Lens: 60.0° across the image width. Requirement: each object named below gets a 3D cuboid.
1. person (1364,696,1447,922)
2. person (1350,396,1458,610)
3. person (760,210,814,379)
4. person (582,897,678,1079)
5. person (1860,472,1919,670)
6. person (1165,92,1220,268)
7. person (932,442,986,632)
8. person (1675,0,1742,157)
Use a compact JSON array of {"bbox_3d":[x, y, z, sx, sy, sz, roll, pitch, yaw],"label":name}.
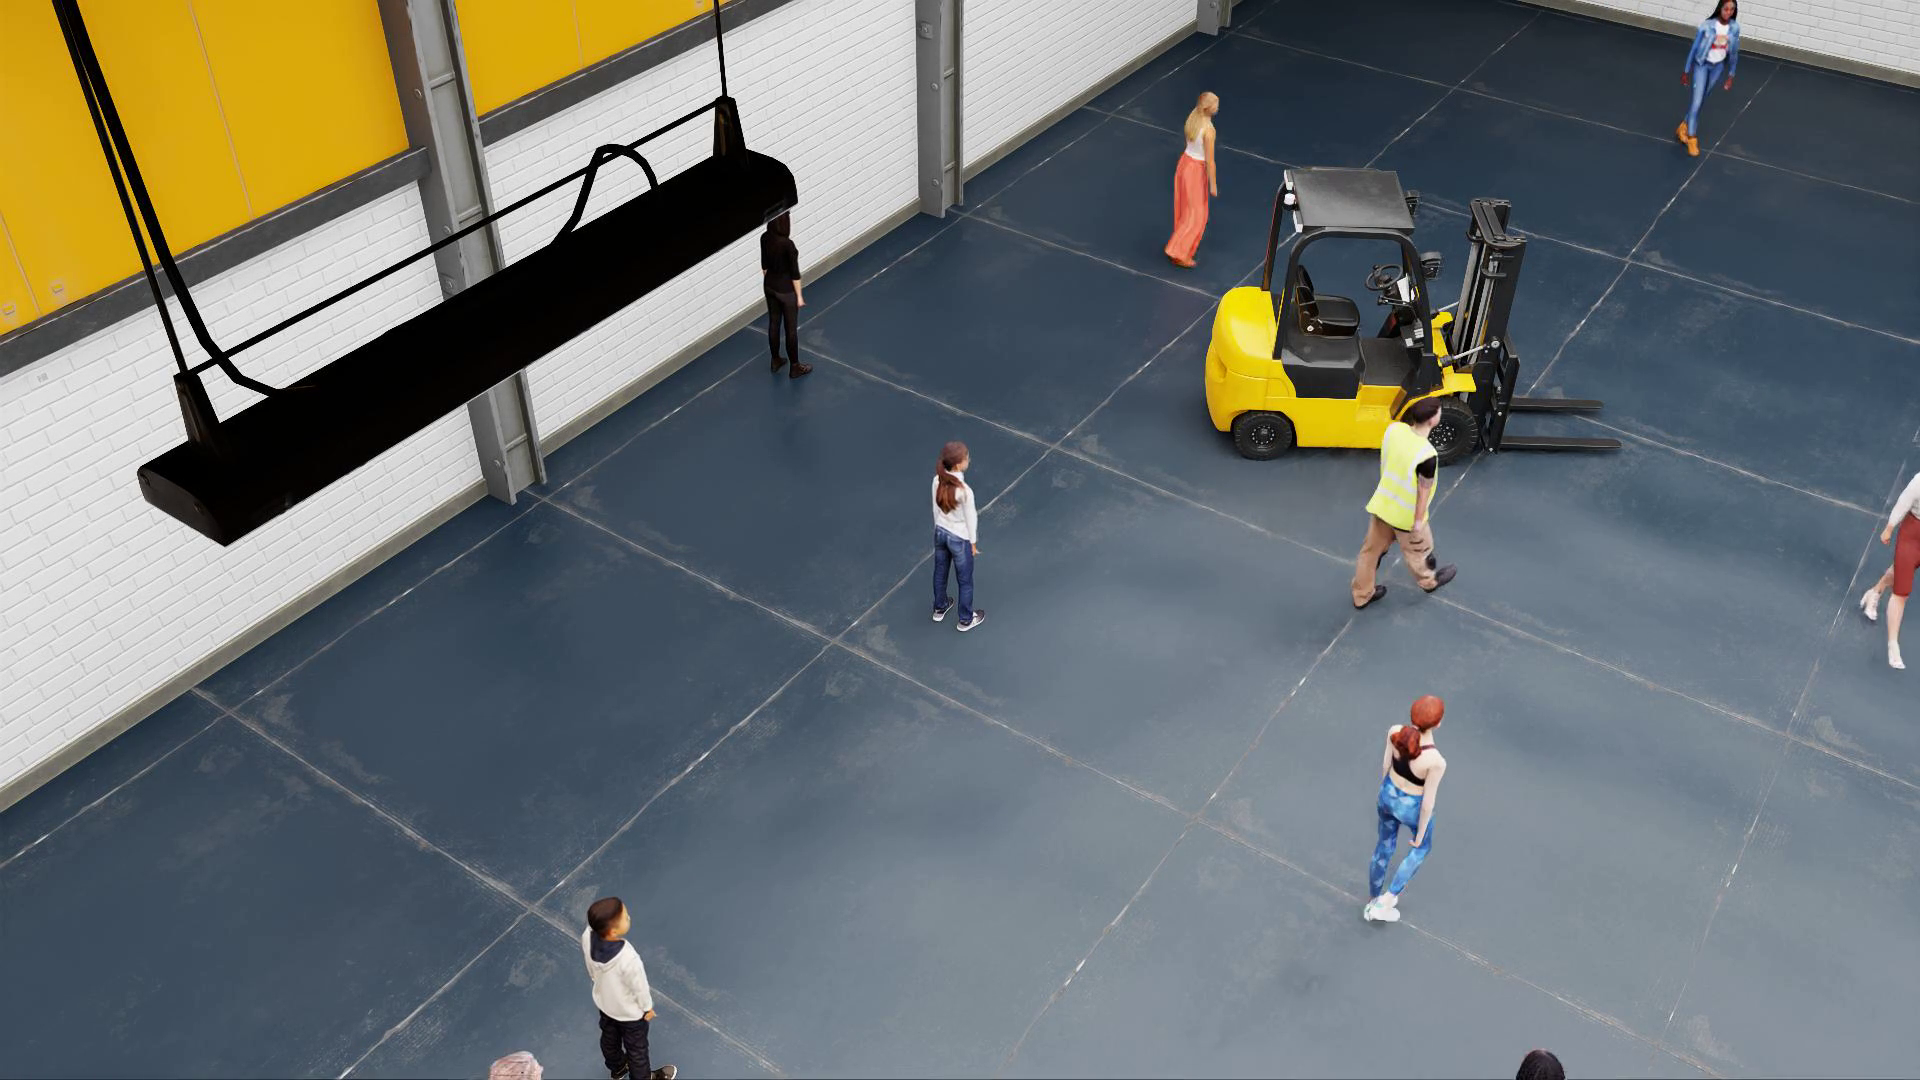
[{"bbox_3d":[2.517,1.621,9.658,0.706,1.776,0.624,-29,47,-32],"label":"person"},{"bbox_3d":[3.110,-0.217,11.930,1.194,1.813,1.005,-19,42,-22],"label":"person"},{"bbox_3d":[-1.562,-2.184,14.531,0.567,1.641,0.500,25,45,28],"label":"person"},{"bbox_3d":[-1.819,2.447,8.885,0.571,1.450,0.499,25,45,28],"label":"person"},{"bbox_3d":[6.757,-0.014,11.764,0.948,1.702,1.169,5,39,6],"label":"person"},{"bbox_3d":[2.257,-3.536,16.111,0.851,1.782,0.809,-26,45,-29],"label":"person"},{"bbox_3d":[-0.049,-0.030,11.901,0.530,1.556,0.509,25,45,28],"label":"person"},{"bbox_3d":[8.136,-5.132,18.188,1.004,1.683,1.160,1,39,1],"label":"person"}]
